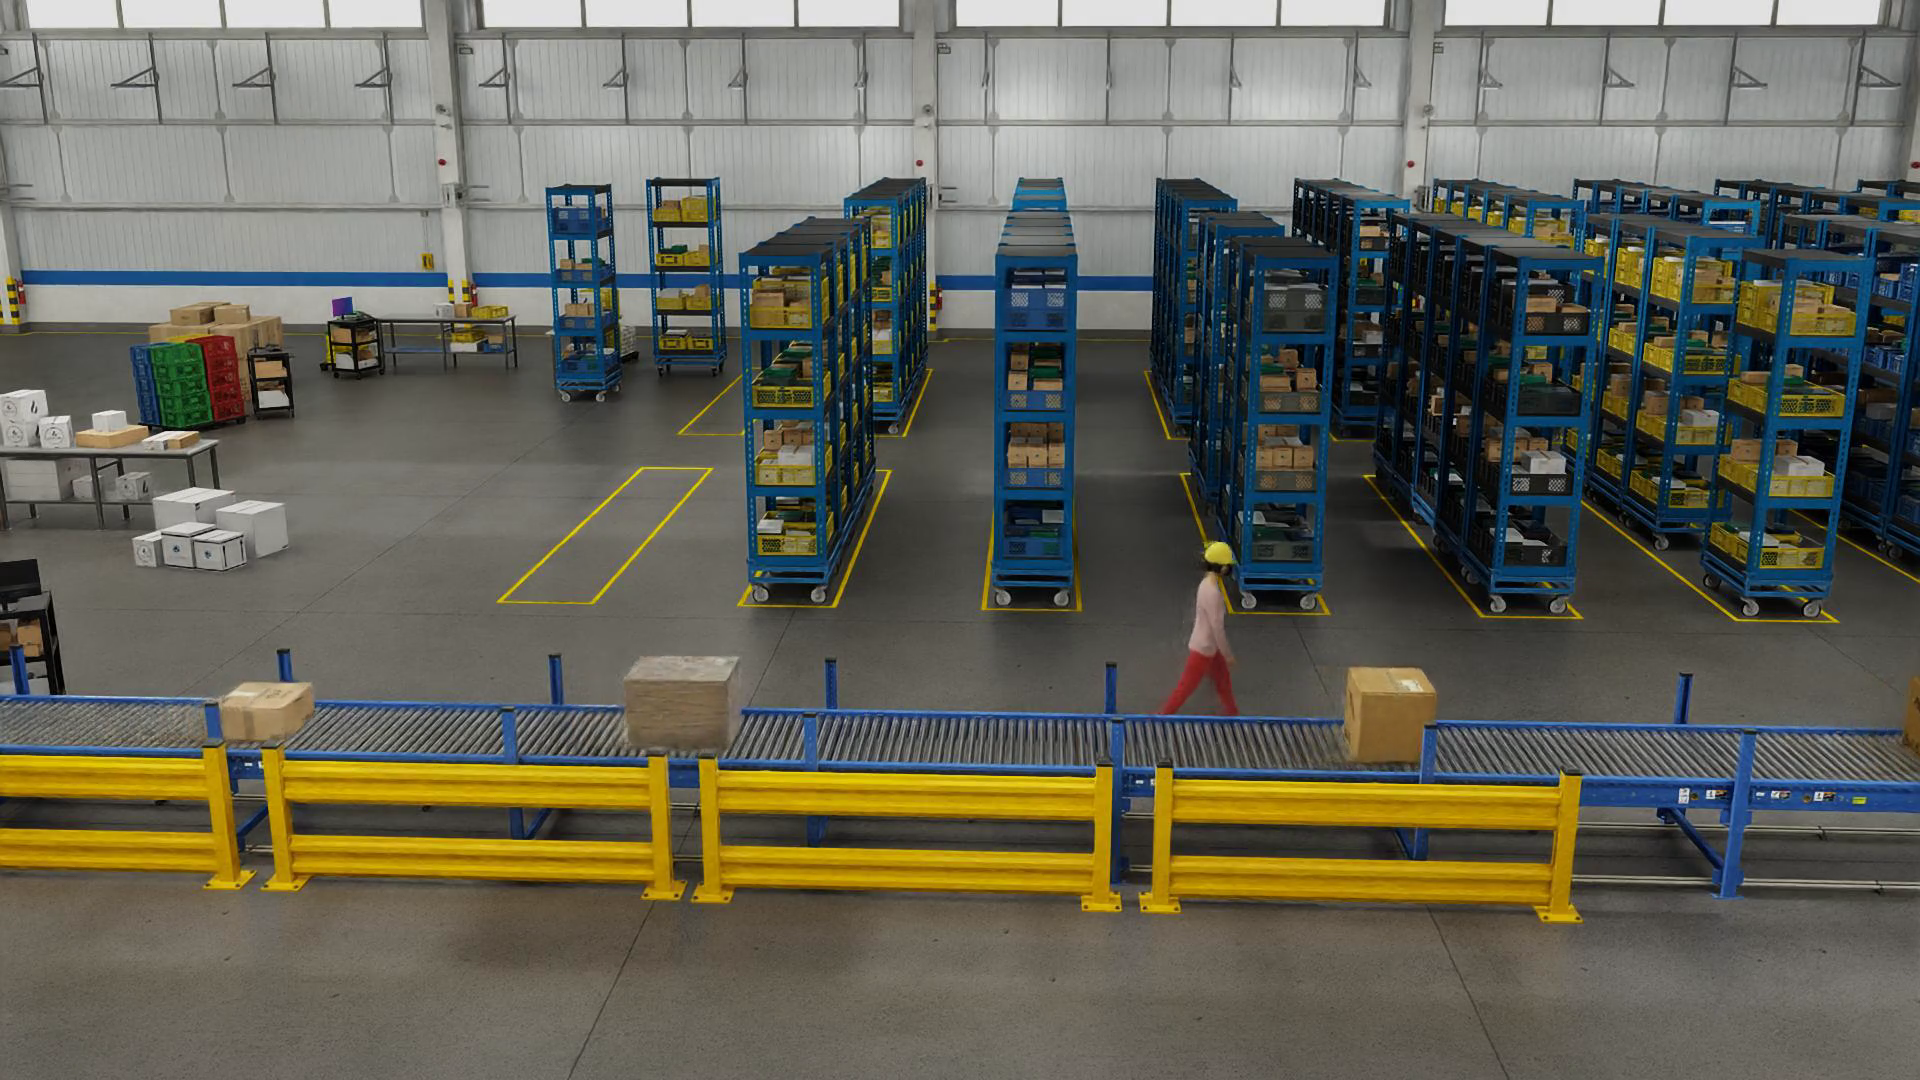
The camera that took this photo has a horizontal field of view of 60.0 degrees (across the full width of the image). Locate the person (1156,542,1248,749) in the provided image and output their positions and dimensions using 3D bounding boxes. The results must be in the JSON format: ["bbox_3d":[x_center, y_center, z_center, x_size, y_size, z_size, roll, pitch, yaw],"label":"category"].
[{"bbox_3d":[1.968,0.849,13.142,0.965,1.713,0.523,3,15,9],"label":"person"}]

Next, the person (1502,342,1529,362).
[{"bbox_3d":[7.893,-2.209,24.042,0.934,1.962,0.619,-6,16,-20],"label":"person"}]
